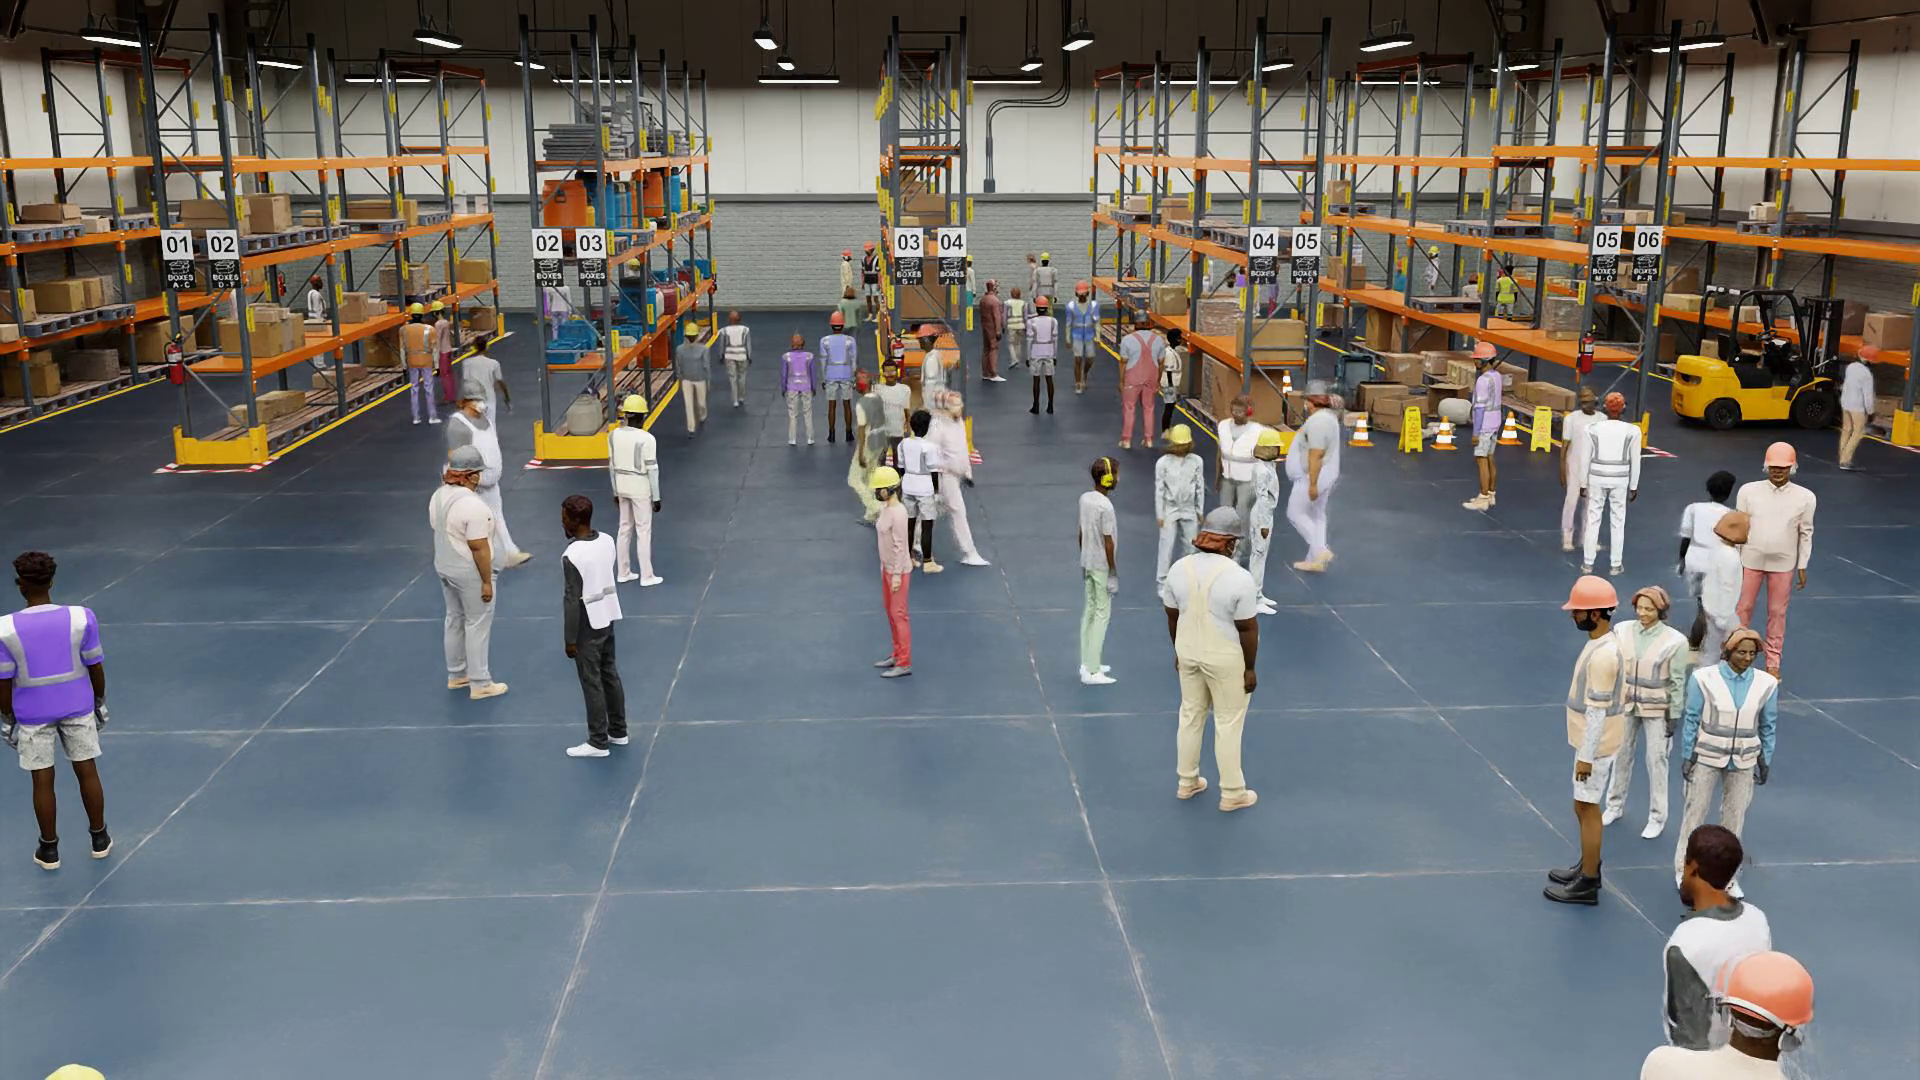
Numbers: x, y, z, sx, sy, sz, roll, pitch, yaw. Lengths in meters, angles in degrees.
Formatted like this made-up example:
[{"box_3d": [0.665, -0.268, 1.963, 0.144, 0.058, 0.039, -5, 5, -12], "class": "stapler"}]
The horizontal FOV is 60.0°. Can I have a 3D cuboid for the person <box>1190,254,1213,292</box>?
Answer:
[{"box_3d": [6.093, -6.454, 41.995, 0.571, 1.855, 0.755, 1, 13, 6], "class": "person"}]

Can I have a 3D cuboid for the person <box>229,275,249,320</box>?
[{"box_3d": [-13.851, -4.177, 32.091, 0.409, 1.986, 0.618, -3, 14, -13], "class": "person"}]

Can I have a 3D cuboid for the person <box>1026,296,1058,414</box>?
[{"box_3d": [1.340, -3.044, 27.379, 0.542, 1.939, 0.364, -3, 14, -12], "class": "person"}]

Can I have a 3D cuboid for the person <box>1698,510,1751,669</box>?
[{"box_3d": [5.901, 0.561, 12.801, 0.388, 1.622, 0.504, 3, 14, 11], "class": "person"}]

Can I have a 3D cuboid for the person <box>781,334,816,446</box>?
[{"box_3d": [-2.368, -2.203, 24.466, 0.522, 1.636, 0.311, -2, 13, -10], "class": "person"}]

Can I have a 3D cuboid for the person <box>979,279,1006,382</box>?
[{"box_3d": [0.623, -3.934, 31.213, 0.409, 1.913, 0.645, -6, 15, -25], "class": "person"}]

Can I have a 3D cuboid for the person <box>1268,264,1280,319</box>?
[{"box_3d": [7.436, -5.727, 39.400, 0.271, 1.632, 0.508, 2, 13, 9], "class": "person"}]

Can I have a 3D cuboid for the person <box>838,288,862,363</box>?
[{"box_3d": [-2.210, -4.250, 33.251, 0.511, 1.573, 0.871, -4, 14, -16], "class": "person"}]

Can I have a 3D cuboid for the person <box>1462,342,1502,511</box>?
[{"box_3d": [6.315, -1.376, 20.127, 0.419, 2.034, 0.605, 9, 16, 32], "class": "person"}]

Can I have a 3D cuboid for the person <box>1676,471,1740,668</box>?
[{"box_3d": [6.425, 0.223, 14.149, 0.879, 1.643, 0.544, -8, 16, -31], "class": "person"}]

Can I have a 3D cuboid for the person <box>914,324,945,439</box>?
[{"box_3d": [-0.459, -1.851, 22.161, 0.807, 2.006, 0.709, 0, 13, -1], "class": "person"}]

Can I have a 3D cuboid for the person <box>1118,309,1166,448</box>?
[{"box_3d": [2.620, -2.361, 24.270, 0.685, 2.000, 0.535, -4, 14, -15], "class": "person"}]

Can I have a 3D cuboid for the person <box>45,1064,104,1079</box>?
[{"box_3d": [-2.521, 2.353, 4.884, 0.525, 1.772, 0.302, -9, 16, -34], "class": "person"}]

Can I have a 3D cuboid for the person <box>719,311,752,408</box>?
[{"box_3d": [-3.823, -3.084, 28.249, 0.545, 1.598, 0.807, -3, 14, -11], "class": "person"}]

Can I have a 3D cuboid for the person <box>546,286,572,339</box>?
[{"box_3d": [-8.540, -4.865, 35.469, 0.525, 1.769, 0.312, -1, 13, -4], "class": "person"}]

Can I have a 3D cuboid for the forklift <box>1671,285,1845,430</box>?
[{"box_3d": [12.503, -2.886, 26.166, 2.313, 2.155, 1.214, -1, 13, -3], "class": "forklift"}]

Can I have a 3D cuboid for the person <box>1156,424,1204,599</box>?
[{"box_3d": [2.125, -0.268, 16.074, 0.489, 1.730, 0.340, -3, 14, -13], "class": "person"}]

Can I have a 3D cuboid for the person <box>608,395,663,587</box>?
[{"box_3d": [-3.236, -0.495, 16.637, 0.586, 1.917, 0.401, 8, 15, 29], "class": "person"}]

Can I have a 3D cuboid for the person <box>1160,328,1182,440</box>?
[{"box_3d": [3.158, -2.333, 24.918, 0.319, 1.686, 0.539, 3, 14, 12], "class": "person"}]

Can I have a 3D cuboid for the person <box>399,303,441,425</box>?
[{"box_3d": [-8.524, -2.779, 26.288, 0.595, 1.923, 0.379, 0, 13, -2], "class": "person"}]

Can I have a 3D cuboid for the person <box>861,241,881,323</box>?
[{"box_3d": [-2.238, -6.454, 41.647, 0.612, 2.029, 0.410, 9, 16, 34], "class": "person"}]

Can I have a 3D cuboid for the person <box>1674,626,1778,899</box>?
[{"box_3d": [4.459, 1.288, 9.692, 0.518, 1.632, 0.313, 2, 13, 6], "class": "person"}]

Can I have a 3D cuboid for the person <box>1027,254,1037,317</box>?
[{"box_3d": [1.882, -6.586, 43.040, 0.319, 1.632, 0.611, 2, 13, 6], "class": "person"}]

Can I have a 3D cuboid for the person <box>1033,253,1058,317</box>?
[{"box_3d": [1.978, -5.709, 38.697, 0.587, 1.928, 0.362, -1, 13, -6], "class": "person"}]

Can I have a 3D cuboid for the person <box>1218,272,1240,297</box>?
[{"box_3d": [5.502, -4.568, 34.112, 0.540, 1.815, 0.977, 2, 13, 7], "class": "person"}]

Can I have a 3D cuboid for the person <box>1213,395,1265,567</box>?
[{"box_3d": [2.930, -0.623, 17.345, 0.615, 1.830, 0.474, 12, 18, 41], "class": "person"}]

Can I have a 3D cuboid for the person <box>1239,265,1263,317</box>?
[{"box_3d": [7.563, -6.748, 43.150, 0.642, 1.905, 0.399, 3, 14, 12], "class": "person"}]

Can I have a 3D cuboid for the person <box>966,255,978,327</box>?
[{"box_3d": [0.195, -6.065, 40.553, 0.311, 1.768, 0.524, -12, 18, -41], "class": "person"}]

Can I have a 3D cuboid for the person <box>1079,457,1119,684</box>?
[{"box_3d": [1.108, 0.257, 13.631, 0.467, 1.878, 0.580, -6, 15, -24], "class": "person"}]

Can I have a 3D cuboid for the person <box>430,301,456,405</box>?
[{"box_3d": [-8.846, -3.187, 28.378, 0.334, 1.763, 0.522, 0, 13, -1], "class": "person"}]

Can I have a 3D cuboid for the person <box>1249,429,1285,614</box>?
[{"box_3d": [2.886, -0.185, 15.690, 0.295, 1.744, 0.487, 3, 14, 12], "class": "person"}]
